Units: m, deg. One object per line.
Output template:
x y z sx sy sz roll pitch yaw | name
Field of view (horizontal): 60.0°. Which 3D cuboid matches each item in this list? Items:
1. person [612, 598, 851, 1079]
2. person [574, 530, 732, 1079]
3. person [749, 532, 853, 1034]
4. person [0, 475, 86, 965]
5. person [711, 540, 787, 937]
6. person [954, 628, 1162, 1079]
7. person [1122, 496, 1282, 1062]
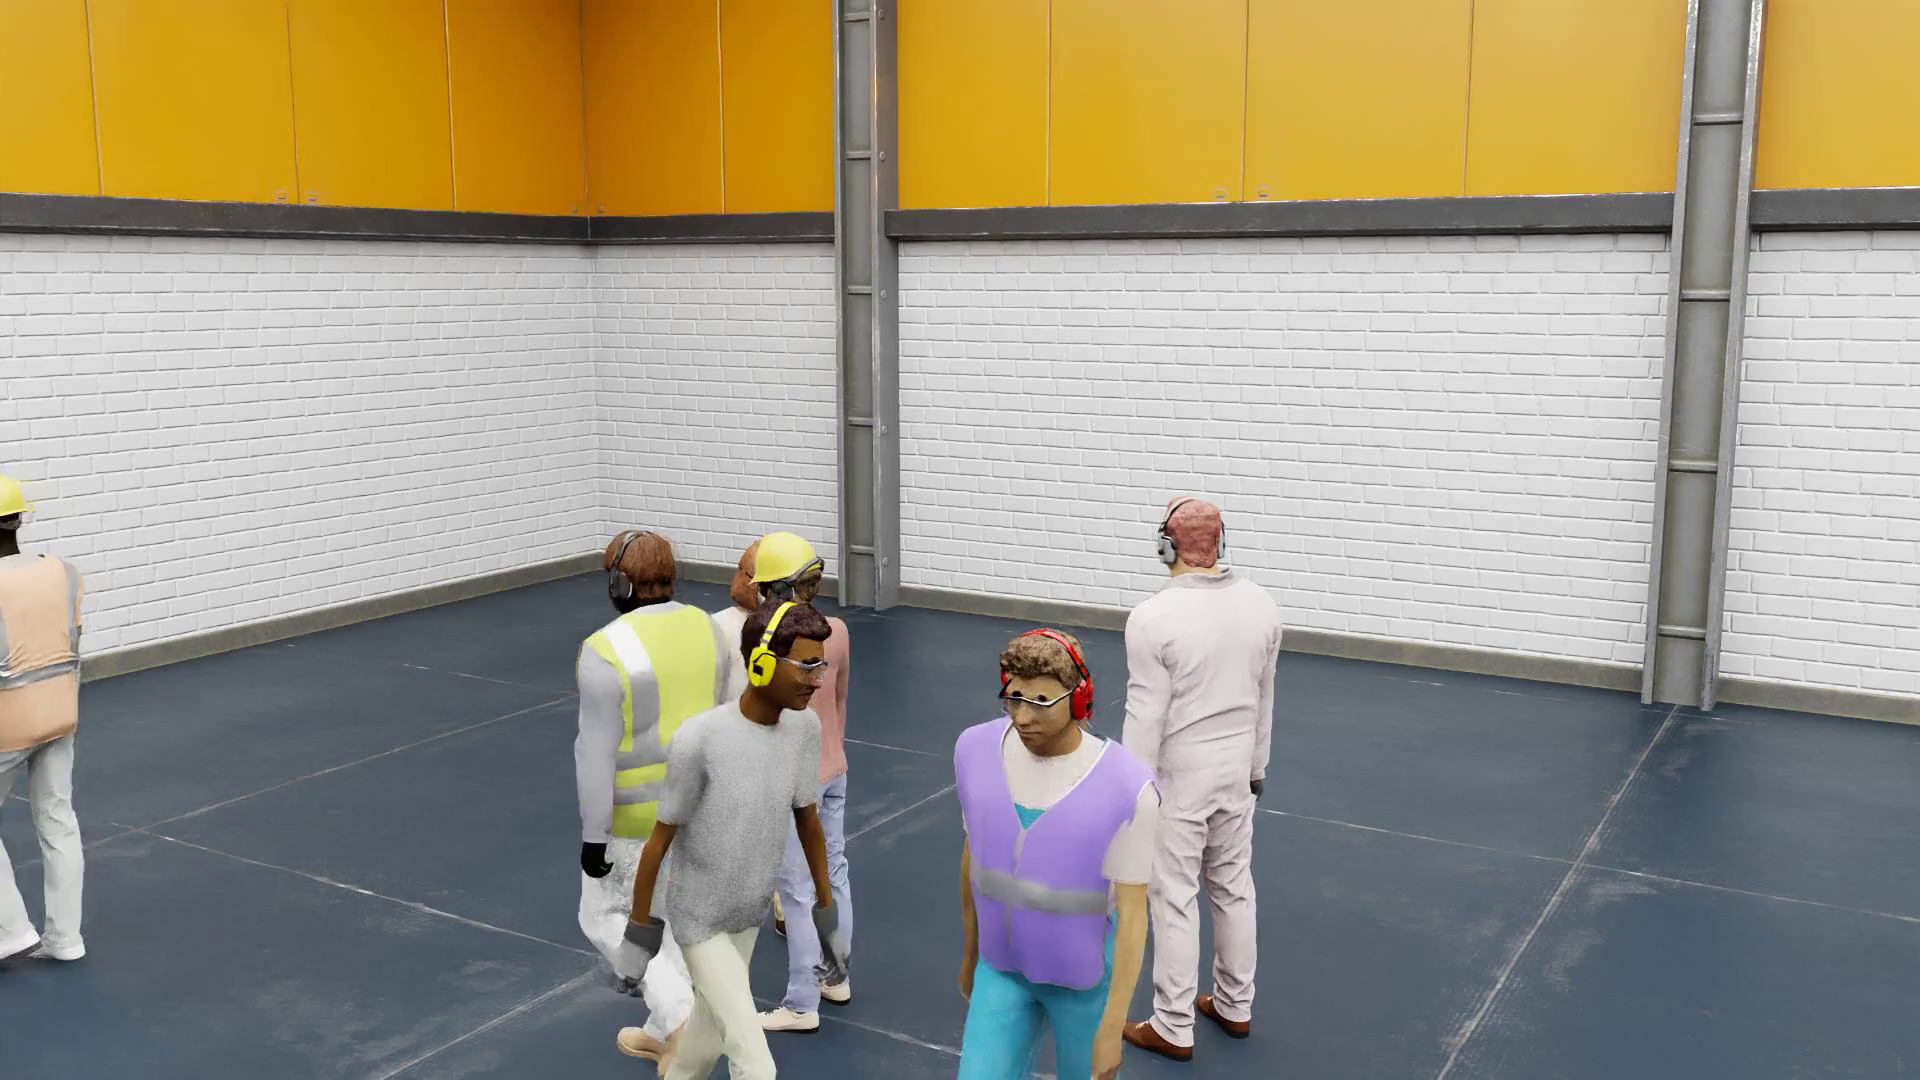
-0.573 1.045 4.431 0.900 1.802 0.527 6 11 32 | person
-0.984 0.875 5.421 0.488 1.827 0.647 6 11 33 | person
-0.569 0.841 5.831 0.312 1.768 0.522 4 10 26 | person
-3.598 0.694 6.319 0.499 1.910 0.590 4 10 24 | person
-0.761 0.806 6.458 0.497 1.633 0.287 -4 10 -26 | person
0.161 1.106 4.069 0.586 1.791 0.954 5 11 31 | person
0.777 0.799 5.659 0.649 1.904 0.401 -6 11 -34 | person
